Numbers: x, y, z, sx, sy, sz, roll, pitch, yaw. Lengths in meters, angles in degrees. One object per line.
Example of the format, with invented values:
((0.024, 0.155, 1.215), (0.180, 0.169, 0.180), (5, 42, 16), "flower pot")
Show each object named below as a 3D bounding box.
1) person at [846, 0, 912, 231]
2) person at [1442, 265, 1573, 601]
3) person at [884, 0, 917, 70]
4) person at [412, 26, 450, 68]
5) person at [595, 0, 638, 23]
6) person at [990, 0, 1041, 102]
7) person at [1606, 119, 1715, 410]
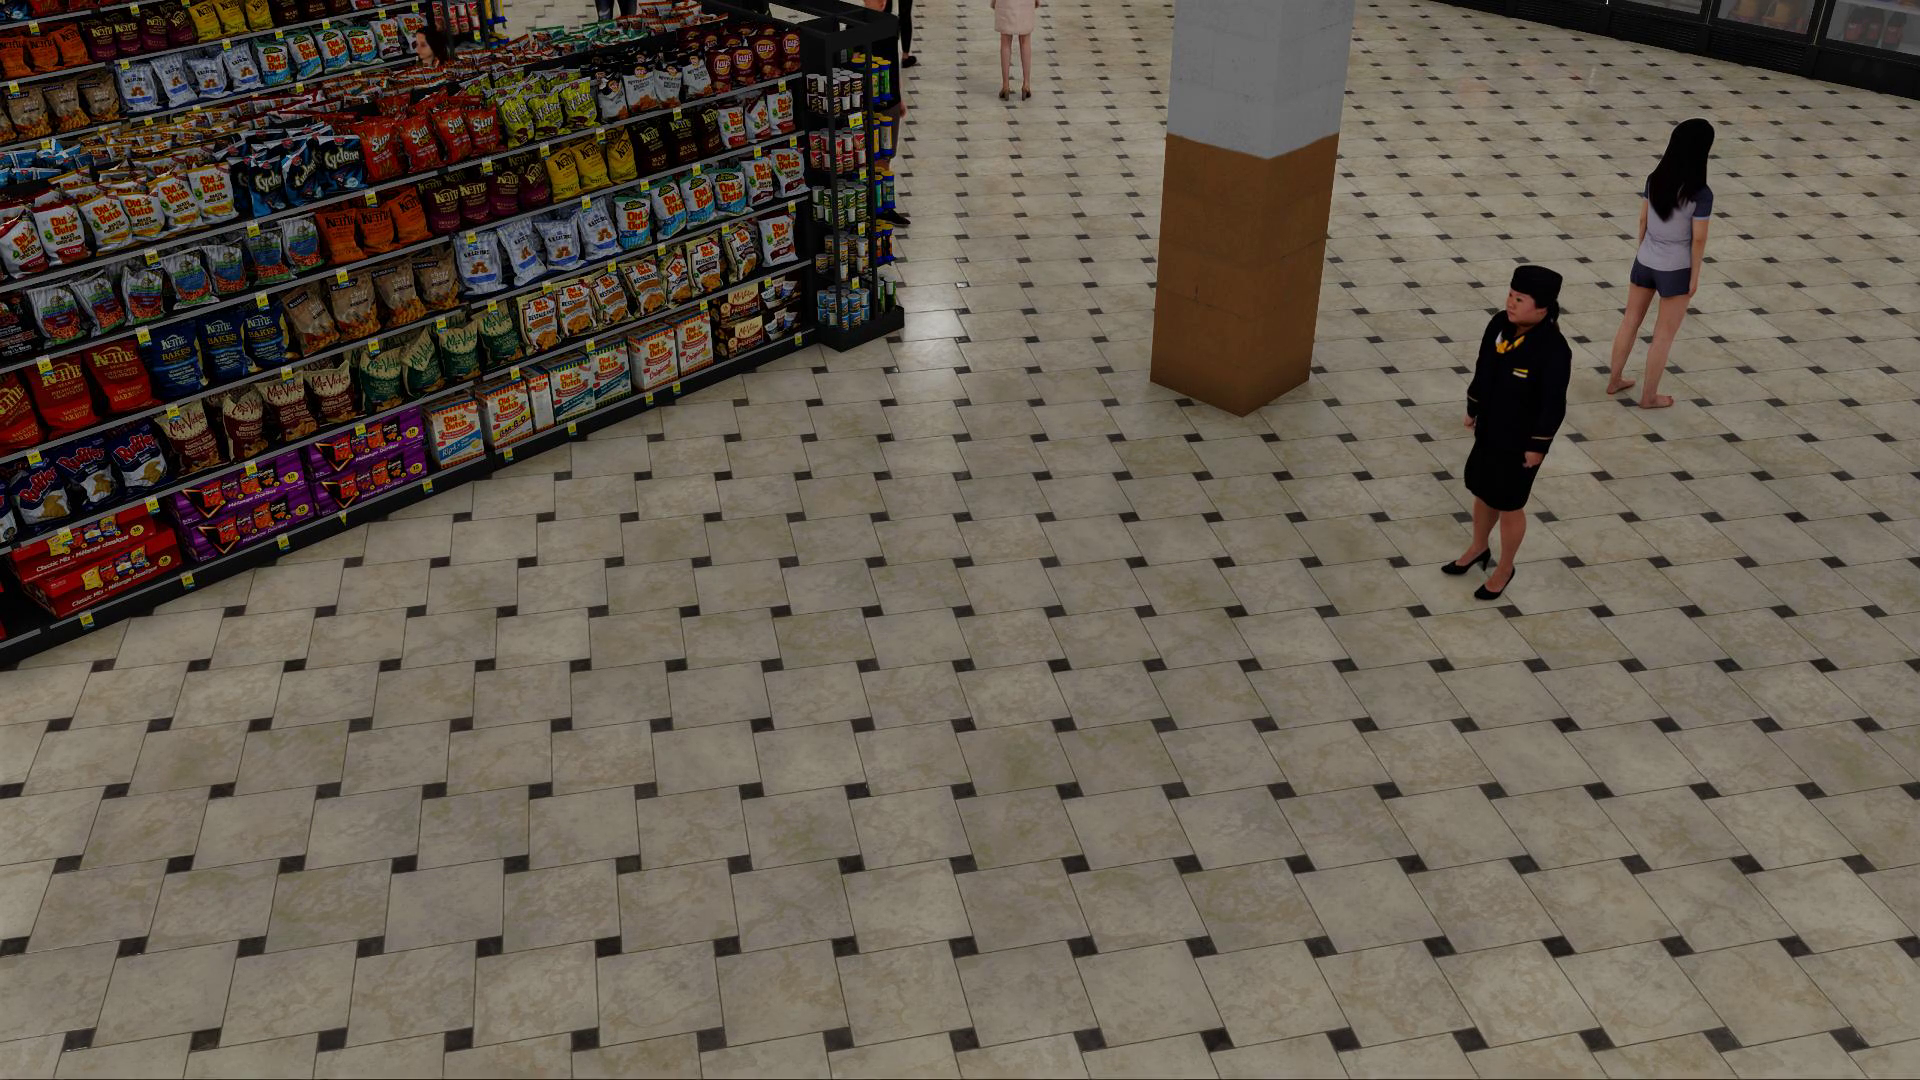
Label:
((-0.610, -3.127, 11.884), (0.713, 1.861, 0.499), (28, 41, 37), "person")
((2.598, -0.495, 7.835), (0.770, 1.671, 0.791), (-12, 34, -19), "person")
((-0.608, -5.290, 15.506), (0.686, 1.709, 0.715), (6, 32, 9), "person")
((-3.691, -2.979, 12.029), (0.734, 1.457, 1.013), (18, 36, 27), "person")
((-3.115, -5.065, 14.959), (0.639, 1.903, 0.822), (-13, 34, -20), "person")
((0.489, -4.749, 14.609), (0.681, 1.736, 0.746), (-1, 32, -1), "person")
((4.045, -1.586, 9.553), (0.610, 1.707, 0.644), (-18, 36, -26), "person")
